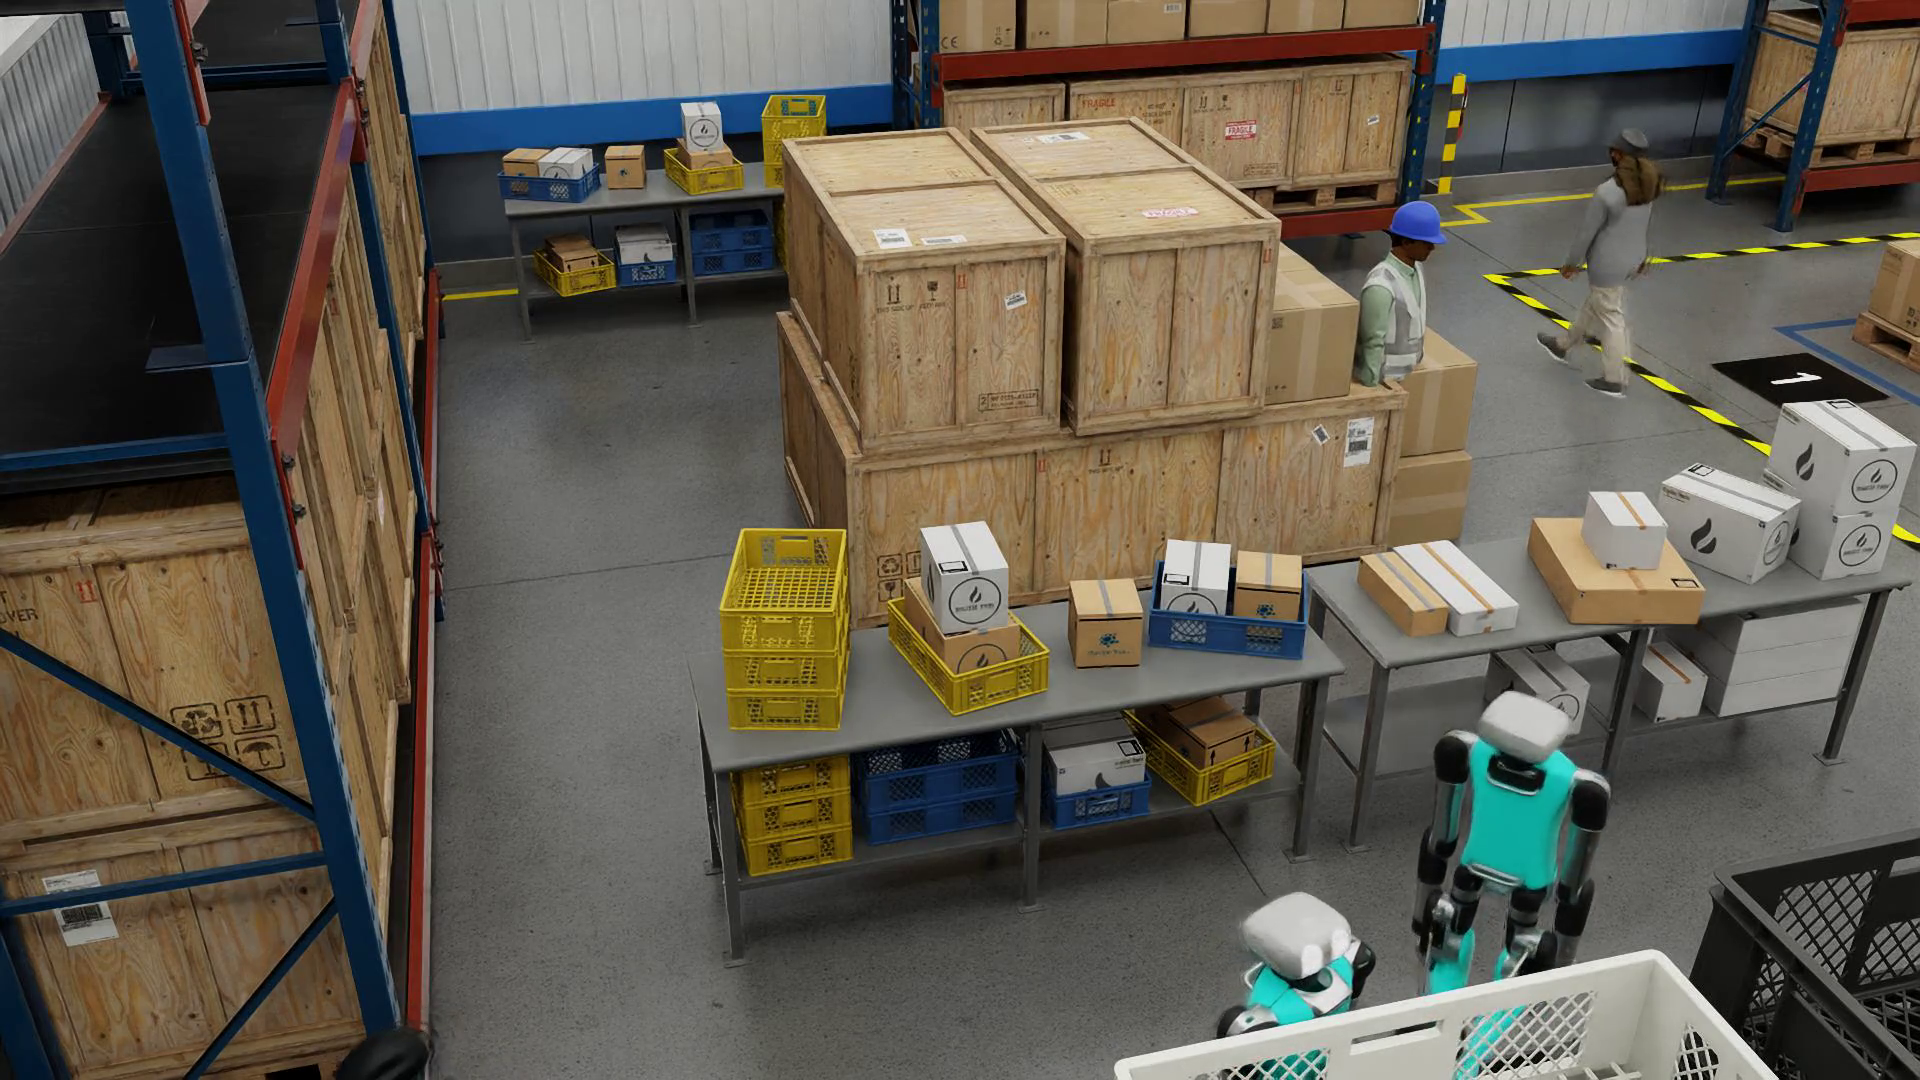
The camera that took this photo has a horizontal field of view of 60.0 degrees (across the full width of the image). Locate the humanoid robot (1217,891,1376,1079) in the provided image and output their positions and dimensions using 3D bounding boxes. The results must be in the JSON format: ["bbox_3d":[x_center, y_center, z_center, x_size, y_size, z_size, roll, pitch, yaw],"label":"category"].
[{"bbox_3d":[0.687,1.621,4.598,0.548,1.756,0.675,-25,37,-37],"label":"humanoid robot"}]

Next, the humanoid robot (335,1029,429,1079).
[{"bbox_3d":[-1.332,1.907,4.189,0.596,1.657,0.342,20,34,31],"label":"humanoid robot"}]

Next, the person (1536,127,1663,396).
[{"bbox_3d":[4.208,-1.875,10.992,0.594,1.723,0.875,-18,34,-30],"label":"person"}]

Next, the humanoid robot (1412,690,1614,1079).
[{"bbox_3d":[1.519,1.392,5.094,0.561,1.769,0.948,19,34,31],"label":"humanoid robot"}]

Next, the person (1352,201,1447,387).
[{"bbox_3d":[2.317,-0.893,9.011,0.411,1.939,0.602,18,34,29],"label":"person"}]

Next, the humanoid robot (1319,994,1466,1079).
[{"bbox_3d":[1.126,1.802,4.385,0.599,1.656,0.394,17,33,28],"label":"humanoid robot"}]
